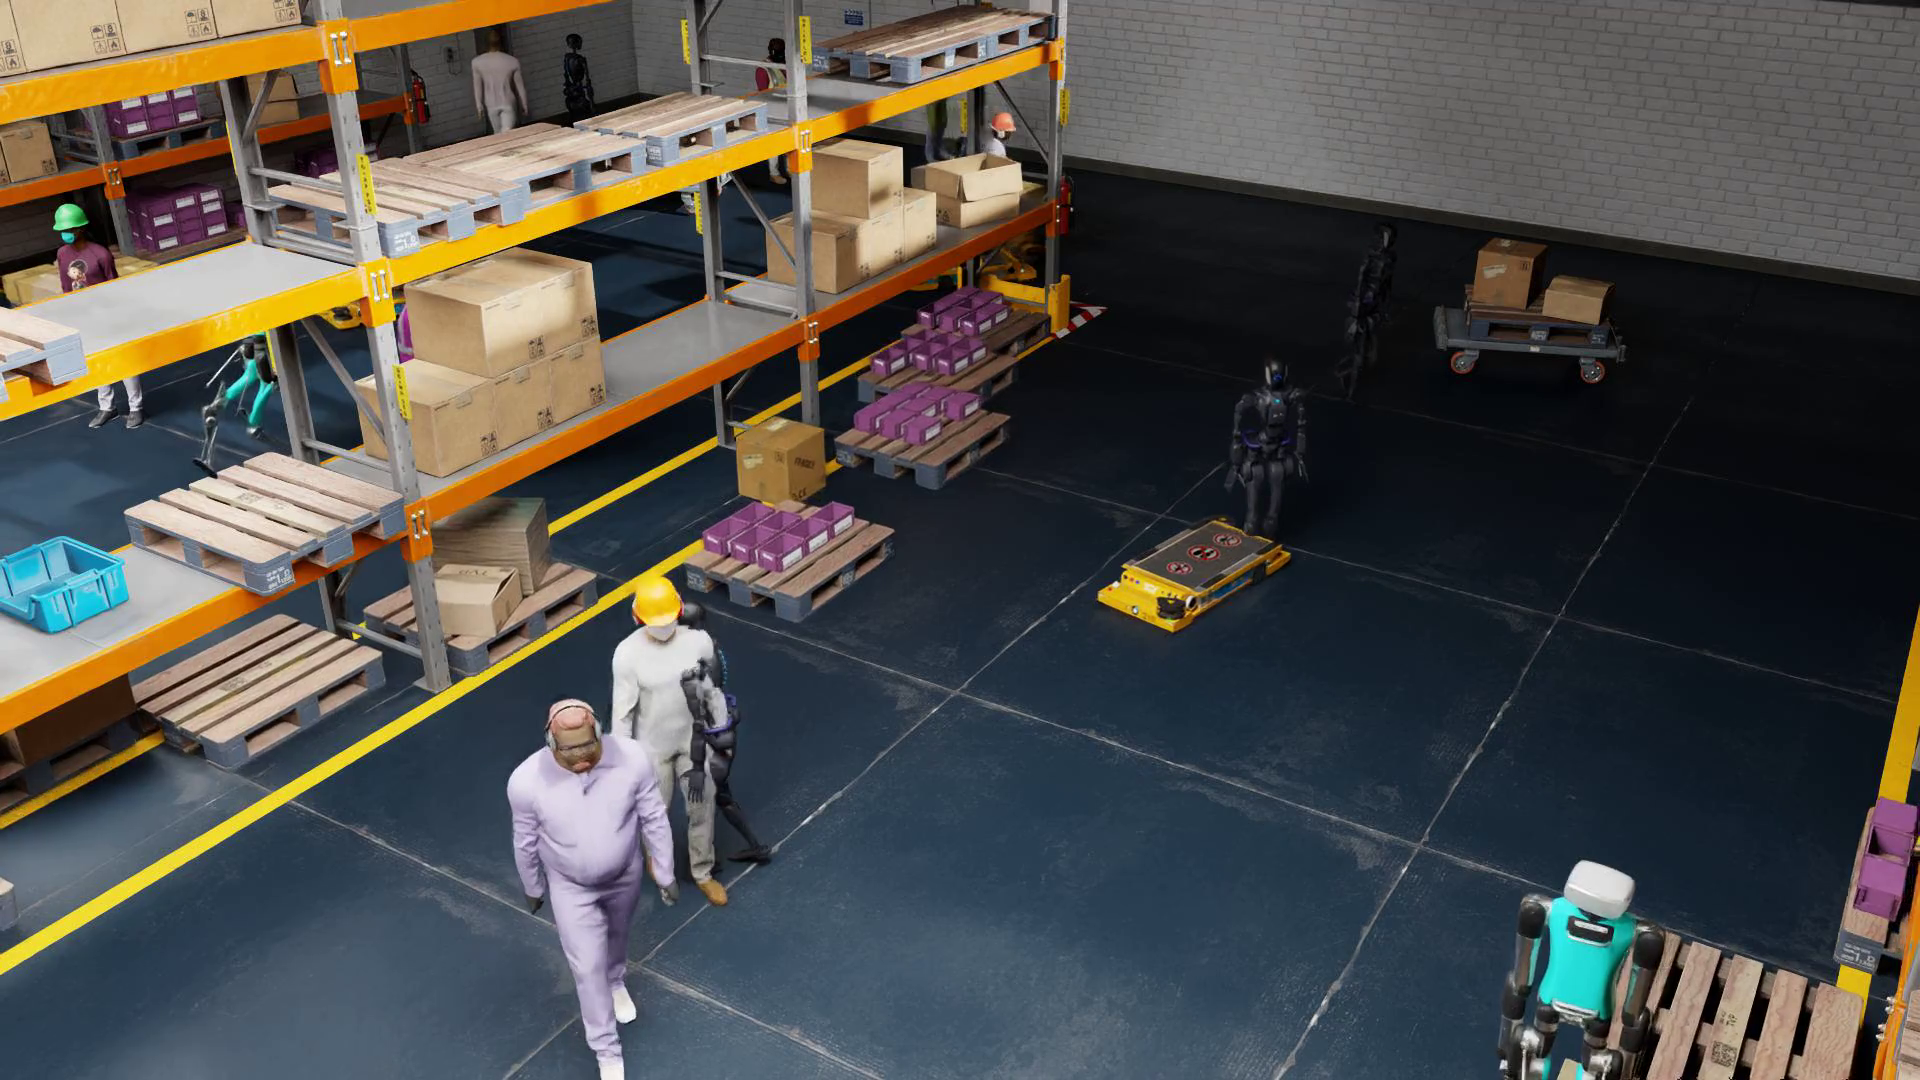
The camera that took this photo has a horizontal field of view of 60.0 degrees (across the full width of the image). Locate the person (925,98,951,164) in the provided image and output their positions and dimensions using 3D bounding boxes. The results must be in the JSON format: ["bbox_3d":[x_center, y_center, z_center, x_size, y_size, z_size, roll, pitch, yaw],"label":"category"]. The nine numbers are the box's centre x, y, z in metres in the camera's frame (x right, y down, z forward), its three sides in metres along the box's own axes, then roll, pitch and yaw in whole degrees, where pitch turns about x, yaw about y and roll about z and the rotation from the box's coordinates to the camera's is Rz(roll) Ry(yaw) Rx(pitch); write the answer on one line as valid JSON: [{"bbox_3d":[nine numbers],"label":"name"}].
[{"bbox_3d":[-0.255,-5.220,20.983,0.491,1.614,0.515,10,29,18],"label":"person"}]

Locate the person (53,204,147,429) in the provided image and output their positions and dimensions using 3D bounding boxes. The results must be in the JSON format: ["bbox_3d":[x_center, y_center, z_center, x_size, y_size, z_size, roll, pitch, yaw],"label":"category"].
[{"bbox_3d":[-7.290,-1.892,14.070,0.501,1.949,0.423,3,27,5],"label":"person"}]

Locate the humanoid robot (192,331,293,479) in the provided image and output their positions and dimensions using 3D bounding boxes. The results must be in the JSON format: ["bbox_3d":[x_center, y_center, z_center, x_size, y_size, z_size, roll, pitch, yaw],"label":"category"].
[{"bbox_3d":[-5.809,-1.306,13.210,0.530,1.778,1.014,24,35,38],"label":"humanoid robot"}]

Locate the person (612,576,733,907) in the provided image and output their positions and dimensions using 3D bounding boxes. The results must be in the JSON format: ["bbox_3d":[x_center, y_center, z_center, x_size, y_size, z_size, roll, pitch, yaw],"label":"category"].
[{"bbox_3d":[-1.470,1.011,8.472,0.607,1.871,0.631,-11,29,-20],"label":"person"}]

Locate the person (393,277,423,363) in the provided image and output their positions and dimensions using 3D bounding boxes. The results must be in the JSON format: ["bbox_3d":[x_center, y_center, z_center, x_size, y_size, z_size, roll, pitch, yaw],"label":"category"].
[{"bbox_3d":[-4.220,-1.327,13.067,0.318,1.846,0.524,-4,27,-7],"label":"person"}]

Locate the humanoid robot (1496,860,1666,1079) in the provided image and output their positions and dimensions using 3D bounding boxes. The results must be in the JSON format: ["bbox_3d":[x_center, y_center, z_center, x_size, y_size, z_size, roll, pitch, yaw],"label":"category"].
[{"bbox_3d":[2.285,2.103,6.355,0.534,1.713,0.734,12,29,22],"label":"humanoid robot"}]

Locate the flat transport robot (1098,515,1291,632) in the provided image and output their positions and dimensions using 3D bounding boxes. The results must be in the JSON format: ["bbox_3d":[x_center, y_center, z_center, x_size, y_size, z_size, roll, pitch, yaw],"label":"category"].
[{"bbox_3d":[1.676,0.219,11.766,0.659,0.231,1.431,23,35,37],"label":"flat transport robot"}]

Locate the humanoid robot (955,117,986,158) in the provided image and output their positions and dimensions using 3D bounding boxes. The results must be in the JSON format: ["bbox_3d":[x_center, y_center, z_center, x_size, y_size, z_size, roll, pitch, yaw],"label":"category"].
[{"bbox_3d":[0.062,-3.818,18.190,0.458,1.654,0.602,-20,33,-34],"label":"humanoid robot"}]

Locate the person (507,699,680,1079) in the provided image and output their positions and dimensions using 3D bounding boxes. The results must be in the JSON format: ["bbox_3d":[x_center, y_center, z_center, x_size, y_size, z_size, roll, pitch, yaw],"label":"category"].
[{"bbox_3d":[-1.580,1.548,7.384,0.652,1.866,0.907,-14,30,-25],"label":"person"}]

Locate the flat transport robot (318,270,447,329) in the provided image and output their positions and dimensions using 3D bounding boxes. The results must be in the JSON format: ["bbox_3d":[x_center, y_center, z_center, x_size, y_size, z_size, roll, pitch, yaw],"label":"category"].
[{"bbox_3d":[-5.802,-2.472,17.068,1.431,0.231,0.659,-20,33,-34],"label":"flat transport robot"}]

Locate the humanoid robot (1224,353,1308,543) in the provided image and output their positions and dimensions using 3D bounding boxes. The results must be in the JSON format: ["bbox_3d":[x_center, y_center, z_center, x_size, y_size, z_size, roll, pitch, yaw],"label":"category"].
[{"bbox_3d":[2.175,-0.561,11.760,0.609,1.643,0.347,-6,27,-11],"label":"humanoid robot"}]

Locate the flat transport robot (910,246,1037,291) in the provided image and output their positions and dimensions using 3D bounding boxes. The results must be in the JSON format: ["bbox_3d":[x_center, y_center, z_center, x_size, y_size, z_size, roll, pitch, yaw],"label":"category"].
[{"bbox_3d":[0.050,-2.932,17.975,1.431,0.231,0.659,-9,28,-17],"label":"flat transport robot"}]

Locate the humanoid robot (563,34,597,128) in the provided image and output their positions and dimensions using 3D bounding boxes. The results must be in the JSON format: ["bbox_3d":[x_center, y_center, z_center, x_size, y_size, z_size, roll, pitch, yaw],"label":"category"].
[{"bbox_3d":[-5.130,-5.951,22.352,0.315,1.657,0.599,-24,36,-39],"label":"humanoid robot"}]

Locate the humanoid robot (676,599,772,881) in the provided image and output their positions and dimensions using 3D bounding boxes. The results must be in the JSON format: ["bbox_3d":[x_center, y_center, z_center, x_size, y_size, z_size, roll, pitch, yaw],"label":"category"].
[{"bbox_3d":[-1.272,1.038,8.618,0.502,1.643,0.612,0,27,1],"label":"humanoid robot"}]

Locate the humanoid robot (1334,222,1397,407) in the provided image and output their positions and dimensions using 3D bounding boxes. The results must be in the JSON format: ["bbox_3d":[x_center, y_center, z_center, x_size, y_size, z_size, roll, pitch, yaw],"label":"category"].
[{"bbox_3d":[3.522,-1.998,14.573,0.437,1.636,0.590,24,35,38],"label":"humanoid robot"}]

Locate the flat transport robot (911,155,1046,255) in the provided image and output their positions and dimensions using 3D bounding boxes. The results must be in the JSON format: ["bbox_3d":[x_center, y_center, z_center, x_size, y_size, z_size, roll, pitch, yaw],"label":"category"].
[{"bbox_3d":[0.241,-3.480,19.056,1.431,0.231,0.659,22,34,36],"label":"flat transport robot"}]

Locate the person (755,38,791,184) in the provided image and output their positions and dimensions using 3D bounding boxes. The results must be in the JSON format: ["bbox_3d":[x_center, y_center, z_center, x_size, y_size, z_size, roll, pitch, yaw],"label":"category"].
[{"bbox_3d":[-2.312,-5.506,21.326,0.430,1.833,0.636,18,32,32],"label":"person"}]

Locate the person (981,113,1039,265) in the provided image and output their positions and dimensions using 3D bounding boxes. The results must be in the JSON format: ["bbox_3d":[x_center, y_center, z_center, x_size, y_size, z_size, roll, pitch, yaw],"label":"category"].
[{"bbox_3d":[0.435,-3.779,18.066,0.912,1.694,0.608,-9,28,-16],"label":"person"}]

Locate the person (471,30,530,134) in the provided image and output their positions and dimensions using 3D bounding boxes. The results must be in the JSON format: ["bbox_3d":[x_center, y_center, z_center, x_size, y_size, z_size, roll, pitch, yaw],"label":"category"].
[{"bbox_3d":[-5.895,-5.629,21.502,0.647,1.878,1.021,-1,27,-3],"label":"person"}]
